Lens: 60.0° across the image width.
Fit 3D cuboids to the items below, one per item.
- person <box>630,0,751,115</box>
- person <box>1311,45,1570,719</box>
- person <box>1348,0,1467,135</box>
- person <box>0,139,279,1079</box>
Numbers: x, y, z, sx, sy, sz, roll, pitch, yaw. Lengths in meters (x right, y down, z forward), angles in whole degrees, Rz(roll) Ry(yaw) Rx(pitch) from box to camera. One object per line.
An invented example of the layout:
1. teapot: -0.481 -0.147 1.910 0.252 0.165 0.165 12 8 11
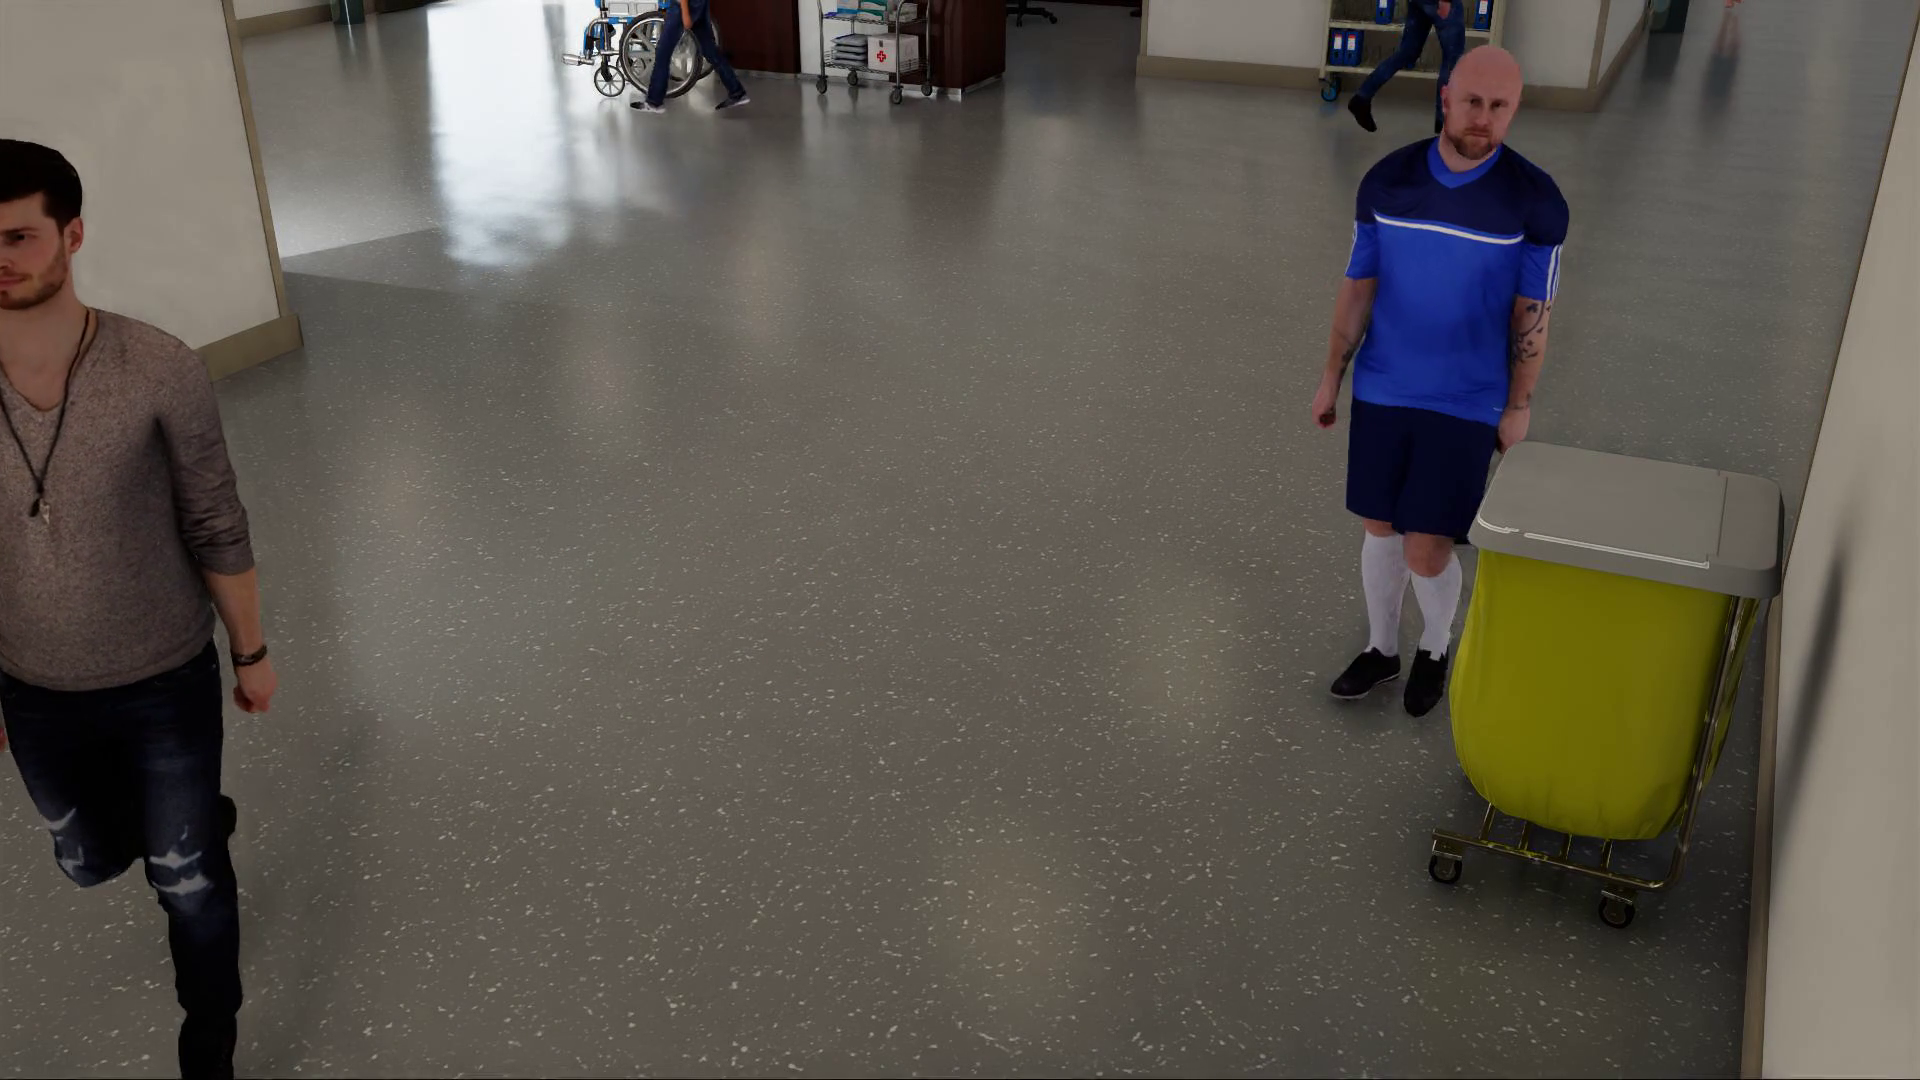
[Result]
1. person: -1.853 -3.758 11.736 1.145 1.518 0.753 3 26 7
2. person: 1.279 -0.390 4.402 0.667 1.823 0.822 22 33 38
3. person: 3.046 -3.597 11.017 1.248 1.853 1.159 -8 27 -16
4. person: -1.565 0.200 3.110 1.166 1.883 1.100 -3 26 -6
